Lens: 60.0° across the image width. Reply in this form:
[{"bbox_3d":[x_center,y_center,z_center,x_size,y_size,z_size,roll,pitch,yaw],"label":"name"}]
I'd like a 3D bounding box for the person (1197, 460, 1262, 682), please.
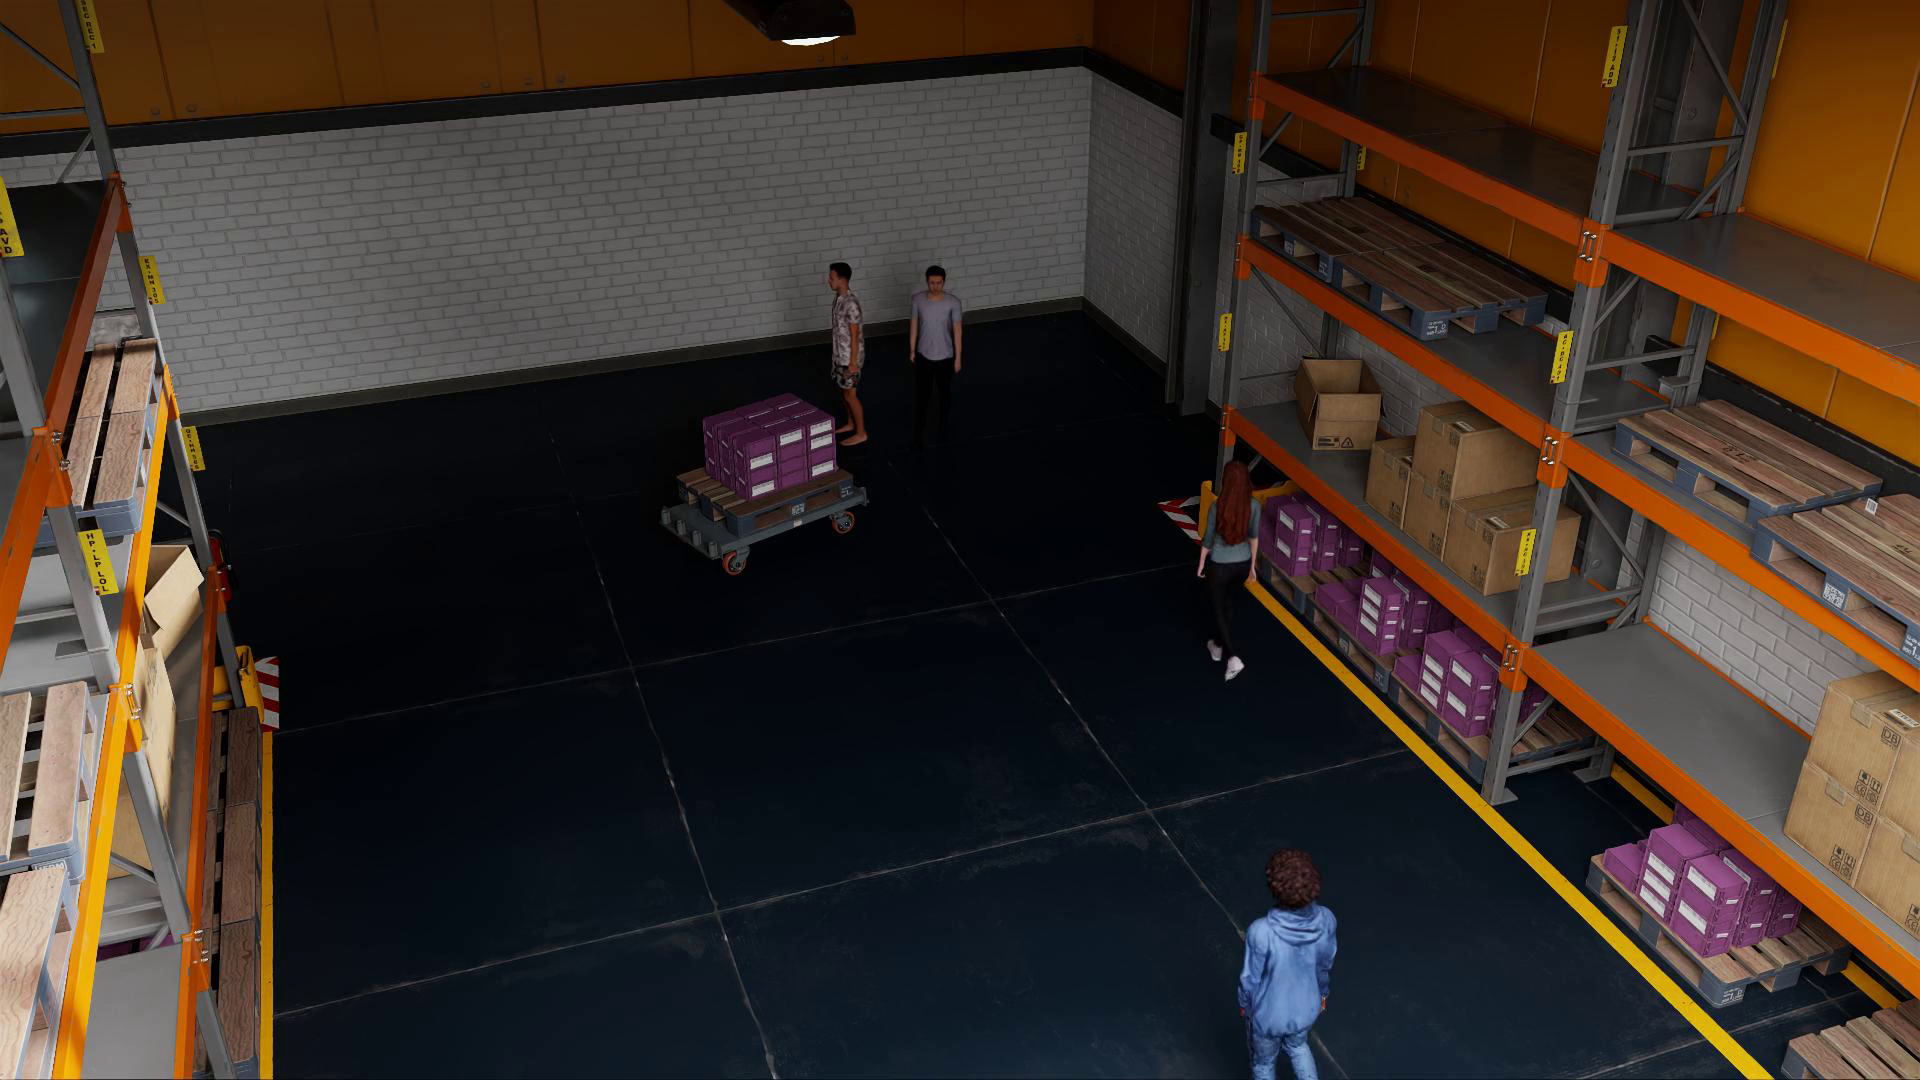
[{"bbox_3d":[2.035,0.262,12.475,0.709,1.720,1.041,-5,29,-9],"label":"person"}]

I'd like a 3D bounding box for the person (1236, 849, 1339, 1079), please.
[{"bbox_3d":[1.683,2.401,8.479,0.675,1.791,0.828,-8,30,-14],"label":"person"}]

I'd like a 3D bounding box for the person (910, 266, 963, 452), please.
[{"bbox_3d":[-0.212,-1.804,16.160,1.051,1.819,1.266,5,29,8],"label":"person"}]

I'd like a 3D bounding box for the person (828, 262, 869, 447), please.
[{"bbox_3d":[-1.077,-1.833,16.226,0.730,1.807,0.481,-11,31,-20],"label":"person"}]
